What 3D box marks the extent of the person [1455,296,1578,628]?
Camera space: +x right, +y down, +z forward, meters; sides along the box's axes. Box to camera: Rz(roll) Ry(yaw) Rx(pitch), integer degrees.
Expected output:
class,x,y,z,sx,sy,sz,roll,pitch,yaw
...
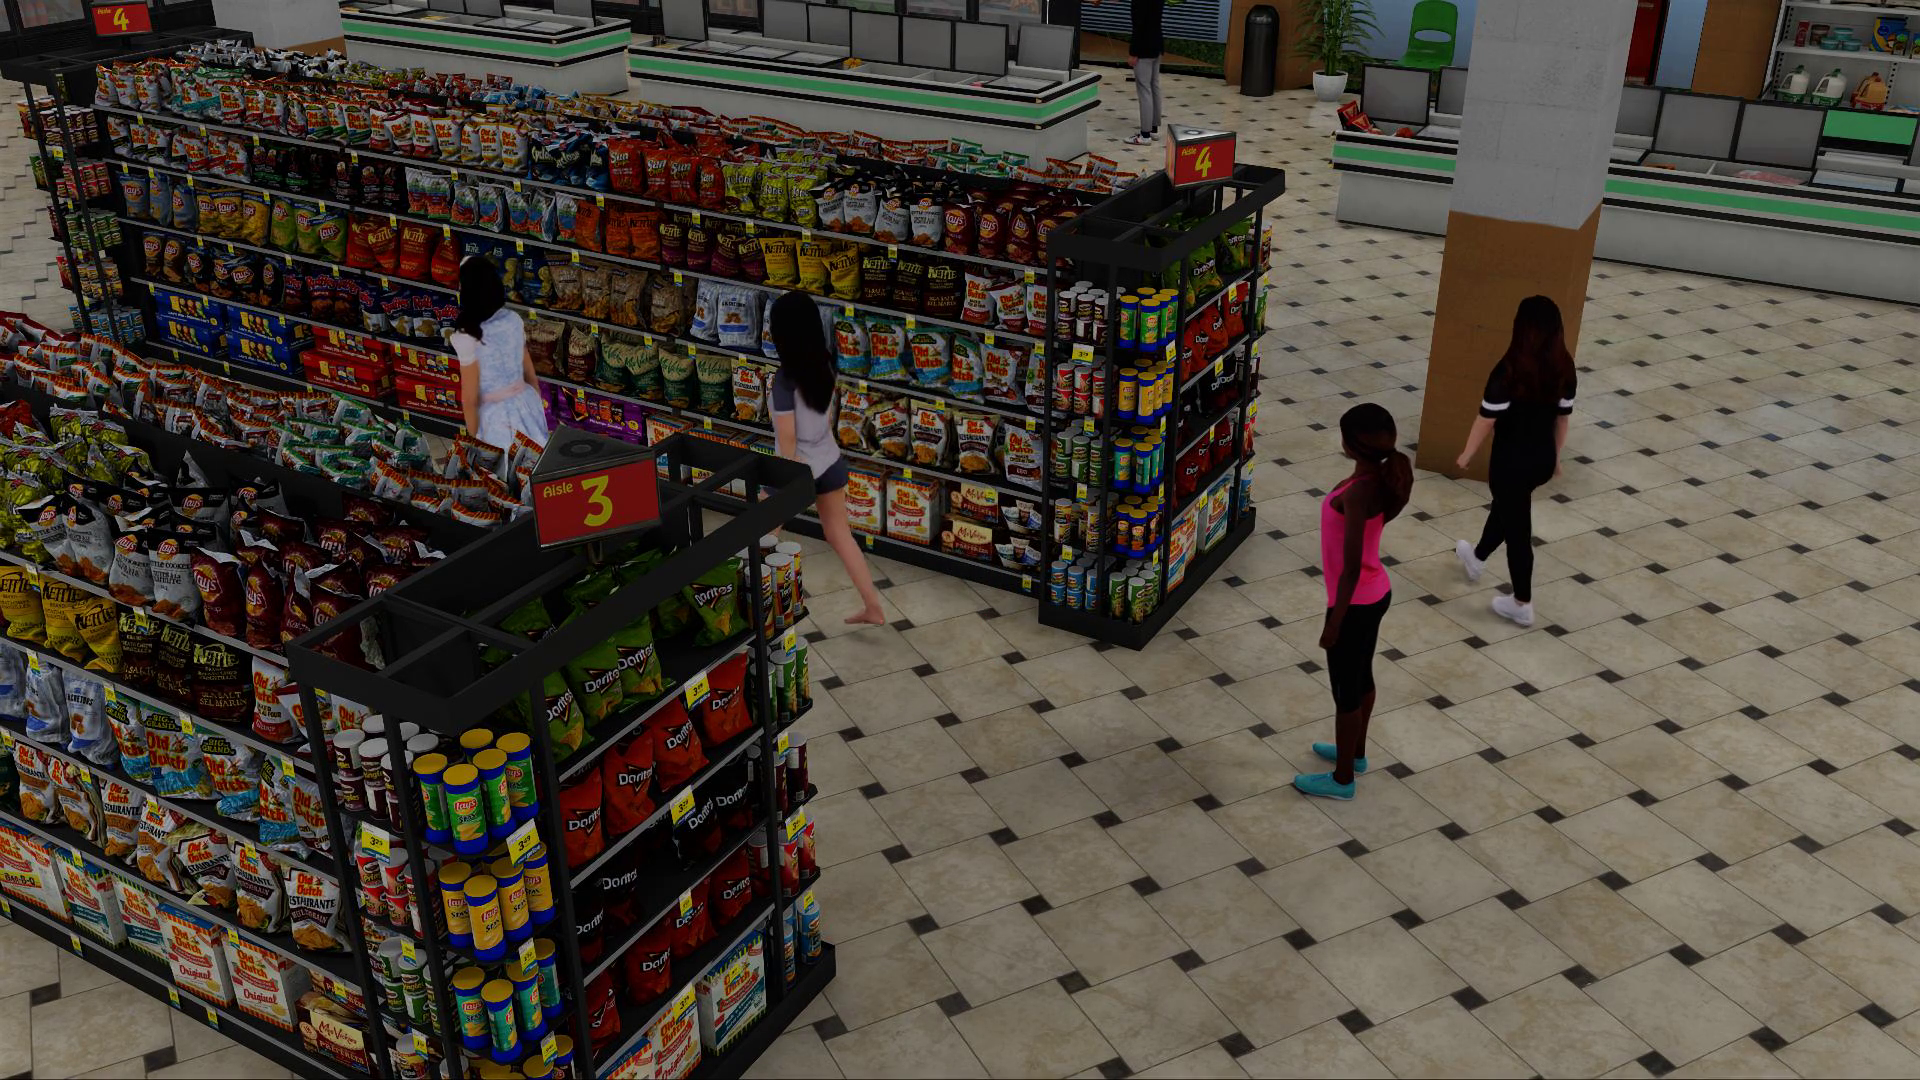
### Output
class,x,y,z,sx,sy,sz,roll,pitch,yaw
person,2.716,-0.334,7.940,0.964,1.612,1.046,-9,28,-17

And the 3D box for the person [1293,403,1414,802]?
class,x,y,z,sx,sy,sz,roll,pitch,yaw
person,1.587,0.255,6.654,0.538,1.726,0.551,16,31,28

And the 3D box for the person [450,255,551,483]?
class,x,y,z,sx,sy,sz,roll,pitch,yaw
person,-2.107,-0.447,7.976,0.819,1.781,0.678,13,30,24

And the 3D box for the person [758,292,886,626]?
class,x,y,z,sx,sy,sz,roll,pitch,yaw
person,-0.662,-0.312,7.844,1.135,1.659,0.663,17,31,30

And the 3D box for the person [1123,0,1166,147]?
class,x,y,z,sx,sy,sz,roll,pitch,yaw
person,1.893,-4.982,16.734,0.579,1.948,0.693,16,31,28
